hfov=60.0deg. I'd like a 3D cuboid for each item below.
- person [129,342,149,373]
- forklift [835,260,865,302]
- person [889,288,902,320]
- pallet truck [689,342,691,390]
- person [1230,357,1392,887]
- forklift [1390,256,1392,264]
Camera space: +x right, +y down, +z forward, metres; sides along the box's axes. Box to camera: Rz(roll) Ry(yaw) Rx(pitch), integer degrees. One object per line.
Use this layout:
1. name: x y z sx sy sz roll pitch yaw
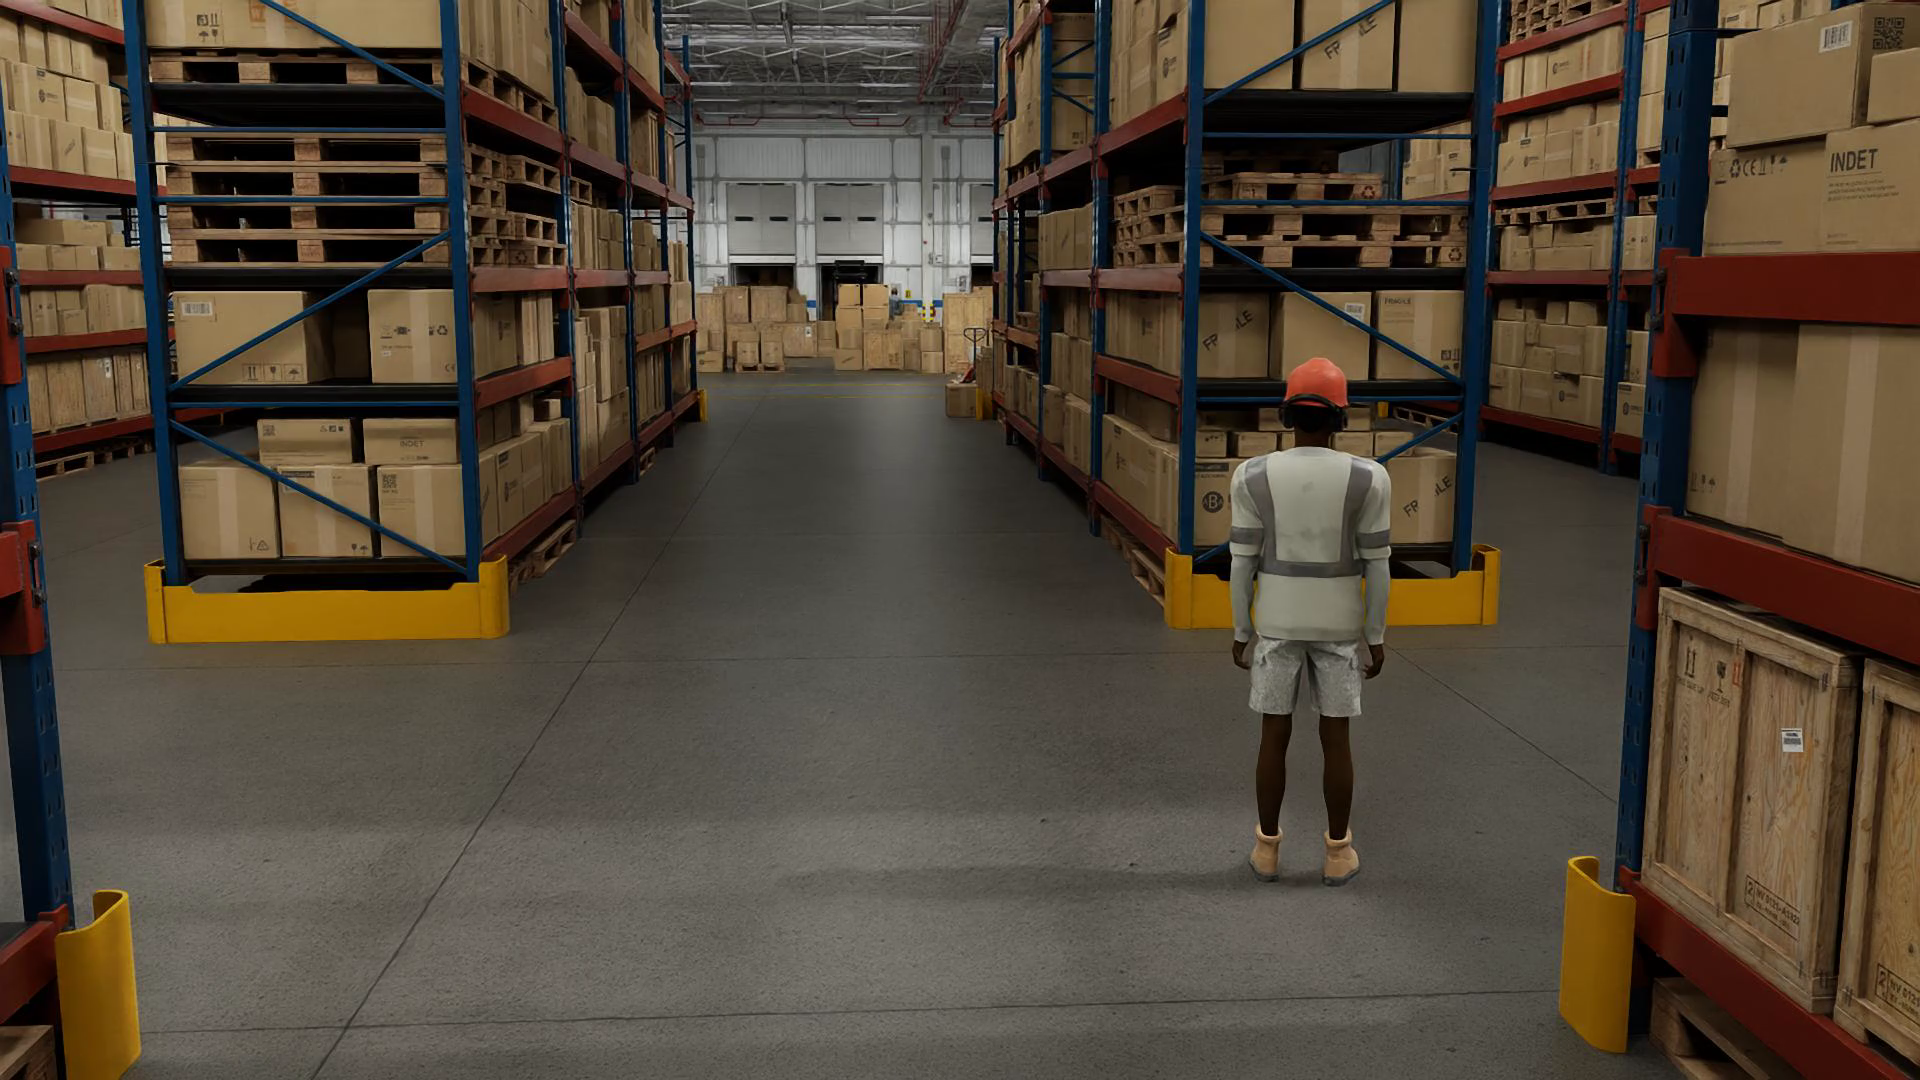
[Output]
1. person: -13.659 -3.087 27.987 0.622 1.991 0.389 -1 9 -8
2. forklift: -3.432 -7.334 51.881 1.129 2.768 1.873 -1 9 -4
3. person: -2.306 -7.827 57.970 0.636 1.930 0.371 4 10 22
4. pallet truck: -5.225 -3.008 27.480 1.885 1.965 0.823 2 9 14
5. person: 1.342 0.323 6.426 0.607 2.044 0.377 2 9 14
6. forklift: 10.480 -5.613 41.074 1.873 2.768 1.129 -1 9 -4
